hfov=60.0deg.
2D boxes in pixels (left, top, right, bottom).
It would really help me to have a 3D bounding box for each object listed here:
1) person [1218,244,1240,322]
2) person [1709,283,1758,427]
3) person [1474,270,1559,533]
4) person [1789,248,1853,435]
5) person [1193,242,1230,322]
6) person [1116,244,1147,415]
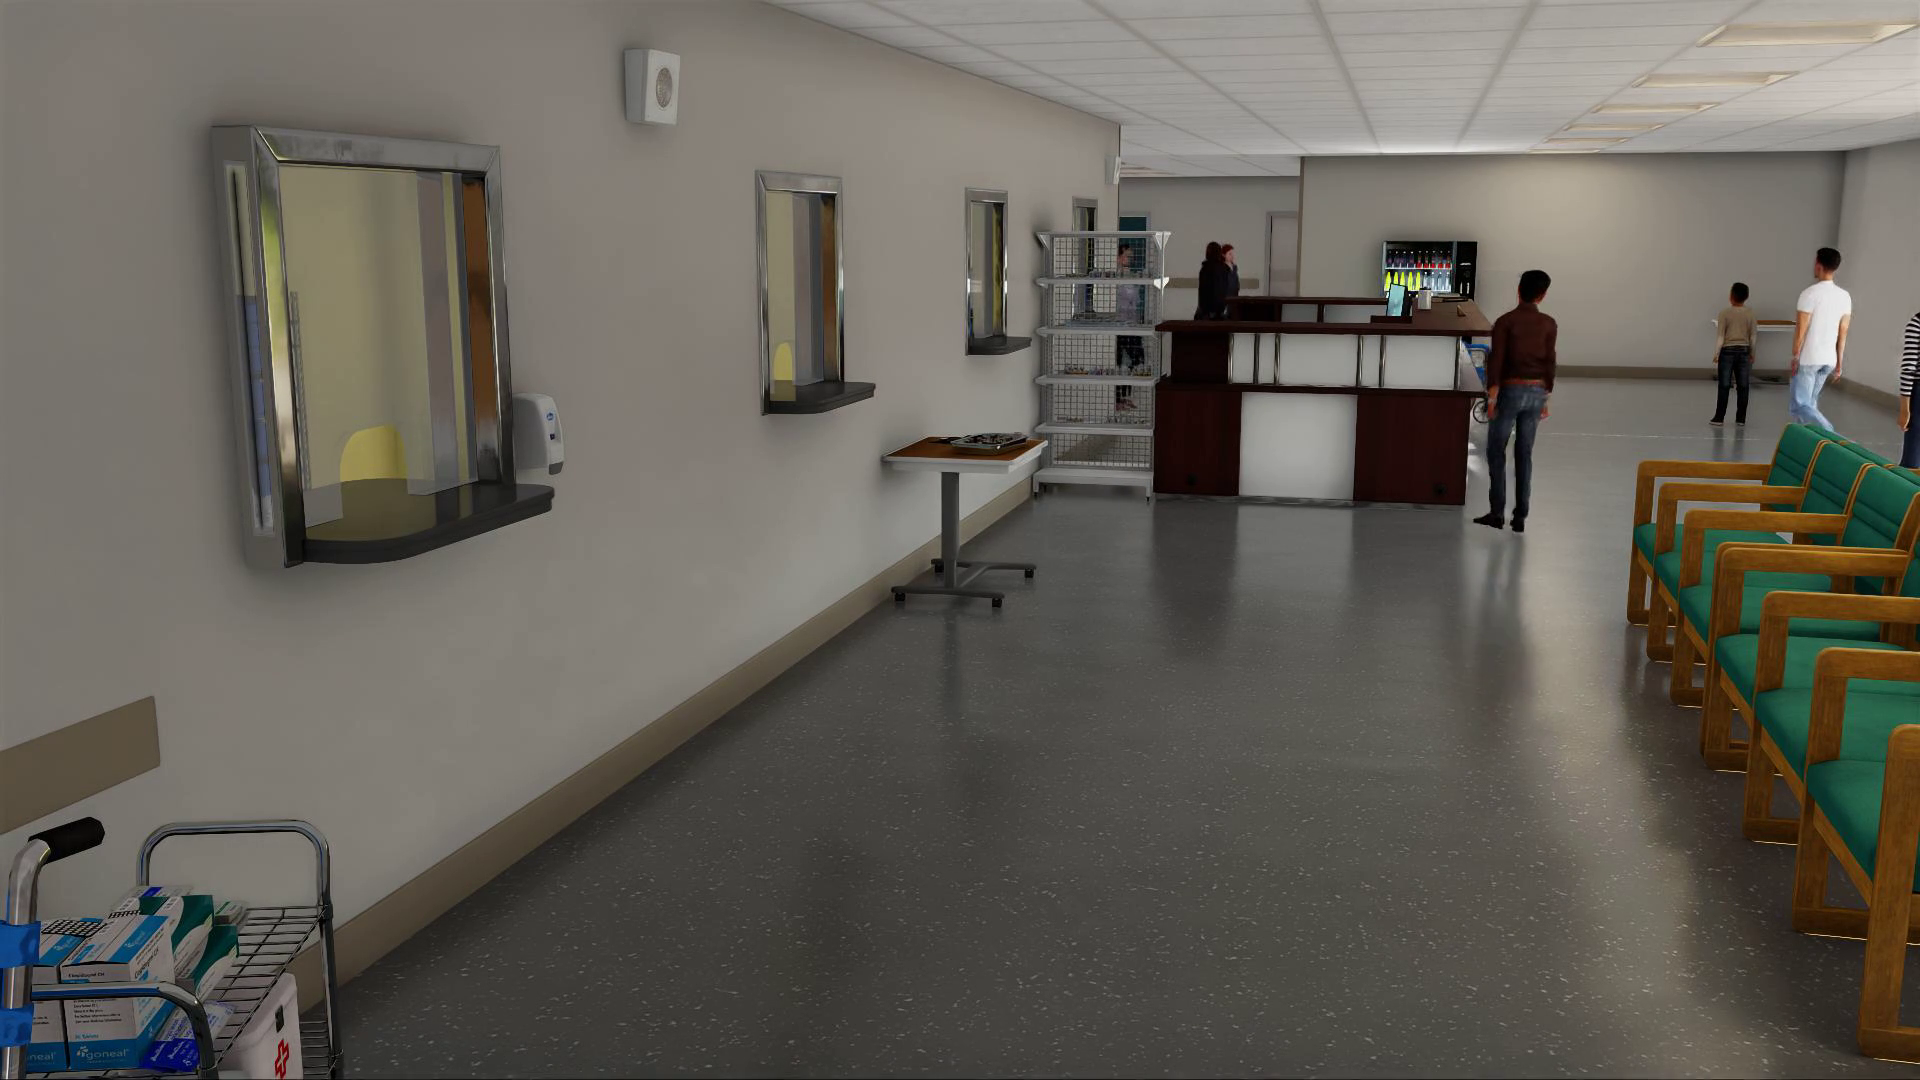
[{"bbox_3d":[3.786,-3.367,24.050,0.811,1.754,0.905,-11,15,-44],"label":"person"},{"bbox_3d":[8.003,-1.917,17.184,0.472,1.464,0.639,2,11,8],"label":"person"},{"bbox_3d":[3.750,-0.905,11.124,0.713,1.736,0.853,-4,12,-21],"label":"person"},{"bbox_3d":[7.262,-1.508,14.035,1.130,1.835,1.100,-4,11,-18],"label":"person"},{"bbox_3d":[3.590,-3.228,23.173,0.866,1.808,0.844,10,15,43],"label":"person"},{"bbox_3d":[1.756,-2.329,18.344,0.840,1.841,0.903,-6,12,-28],"label":"person"}]
